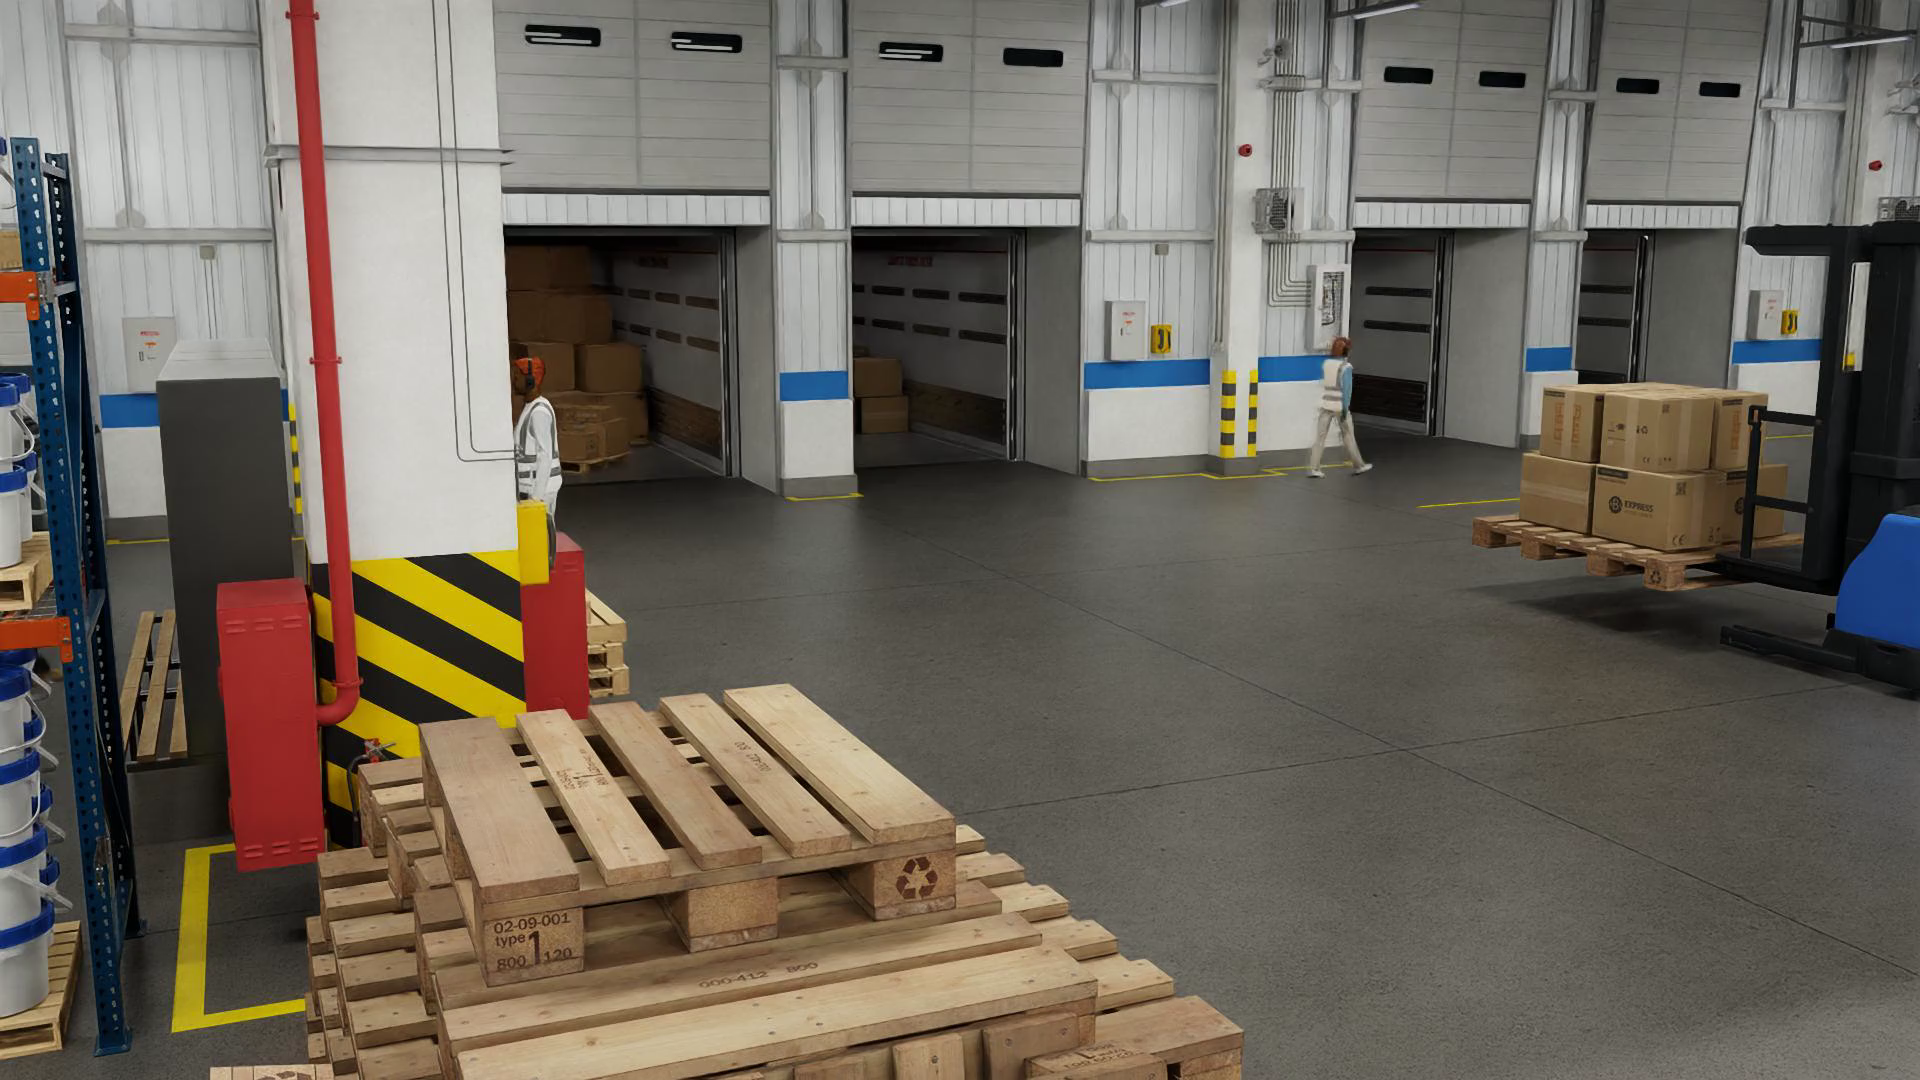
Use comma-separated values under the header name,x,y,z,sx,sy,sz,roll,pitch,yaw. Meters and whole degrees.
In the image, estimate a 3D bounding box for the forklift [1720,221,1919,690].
name,x,y,z,sx,sy,sz,roll,pitch,yaw
forklift,5.949,-0.550,10.218,1.129,2.768,1.873,-4,11,-23

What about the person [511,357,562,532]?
name,x,y,z,sx,sy,sz,roll,pitch,yaw
person,-3.049,-0.372,11.987,0.353,1.883,0.572,-3,11,-17

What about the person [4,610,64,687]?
name,x,y,z,sx,sy,sz,roll,pitch,yaw
person,-5.888,0.054,9.859,0.520,1.812,0.937,7,13,36

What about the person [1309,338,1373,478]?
name,x,y,z,sx,sy,sz,roll,pitch,yaw
person,4.346,-1.506,19.016,0.849,1.592,0.527,-6,12,-30
